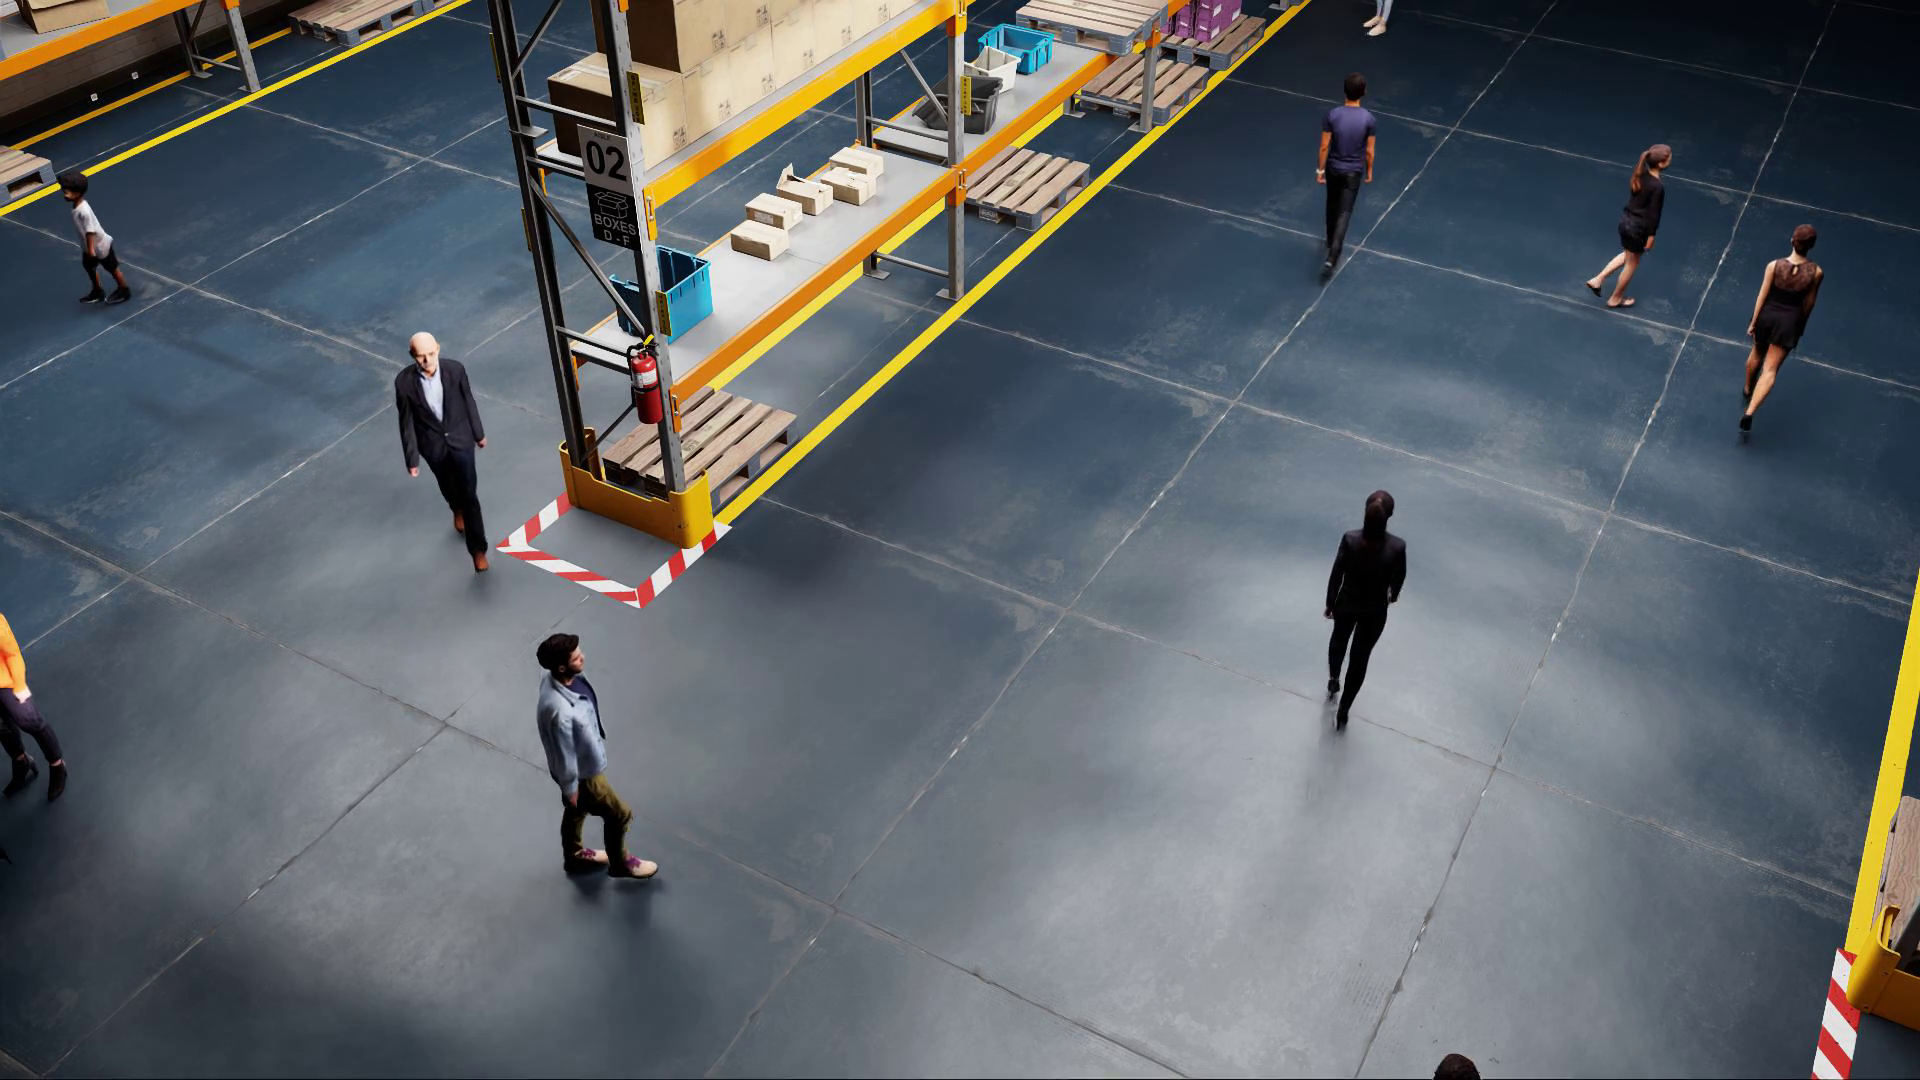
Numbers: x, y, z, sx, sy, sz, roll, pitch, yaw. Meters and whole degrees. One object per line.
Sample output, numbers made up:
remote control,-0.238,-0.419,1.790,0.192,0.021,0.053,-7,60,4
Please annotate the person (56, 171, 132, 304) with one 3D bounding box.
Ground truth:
person,-7.495,-2.648,14.509,0.725,1.249,0.631,-26,45,-29

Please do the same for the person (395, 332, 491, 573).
person,-3.629,-0.714,11.683,1.211,1.753,1.233,-12,40,-15

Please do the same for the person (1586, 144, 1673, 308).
person,5.754,-2.689,14.323,0.810,1.545,0.758,-7,39,-9

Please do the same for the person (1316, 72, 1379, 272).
person,3.428,-3.251,14.855,0.815,1.760,1.201,12,40,15

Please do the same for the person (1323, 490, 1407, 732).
person,2.459,0.500,10.219,0.634,1.684,0.729,14,41,17

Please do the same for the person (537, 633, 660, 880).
person,-2.196,1.246,9.197,0.969,1.794,0.910,-7,39,-9

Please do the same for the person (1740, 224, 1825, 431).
person,6.331,-1.626,12.917,0.568,1.639,1.103,21,43,24

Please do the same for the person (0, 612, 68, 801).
person,-5.671,0.814,9.773,0.681,1.748,0.651,8,39,10

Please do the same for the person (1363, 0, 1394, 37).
person,5.009,-6.761,19.226,0.768,1.790,0.734,-16,41,-19
